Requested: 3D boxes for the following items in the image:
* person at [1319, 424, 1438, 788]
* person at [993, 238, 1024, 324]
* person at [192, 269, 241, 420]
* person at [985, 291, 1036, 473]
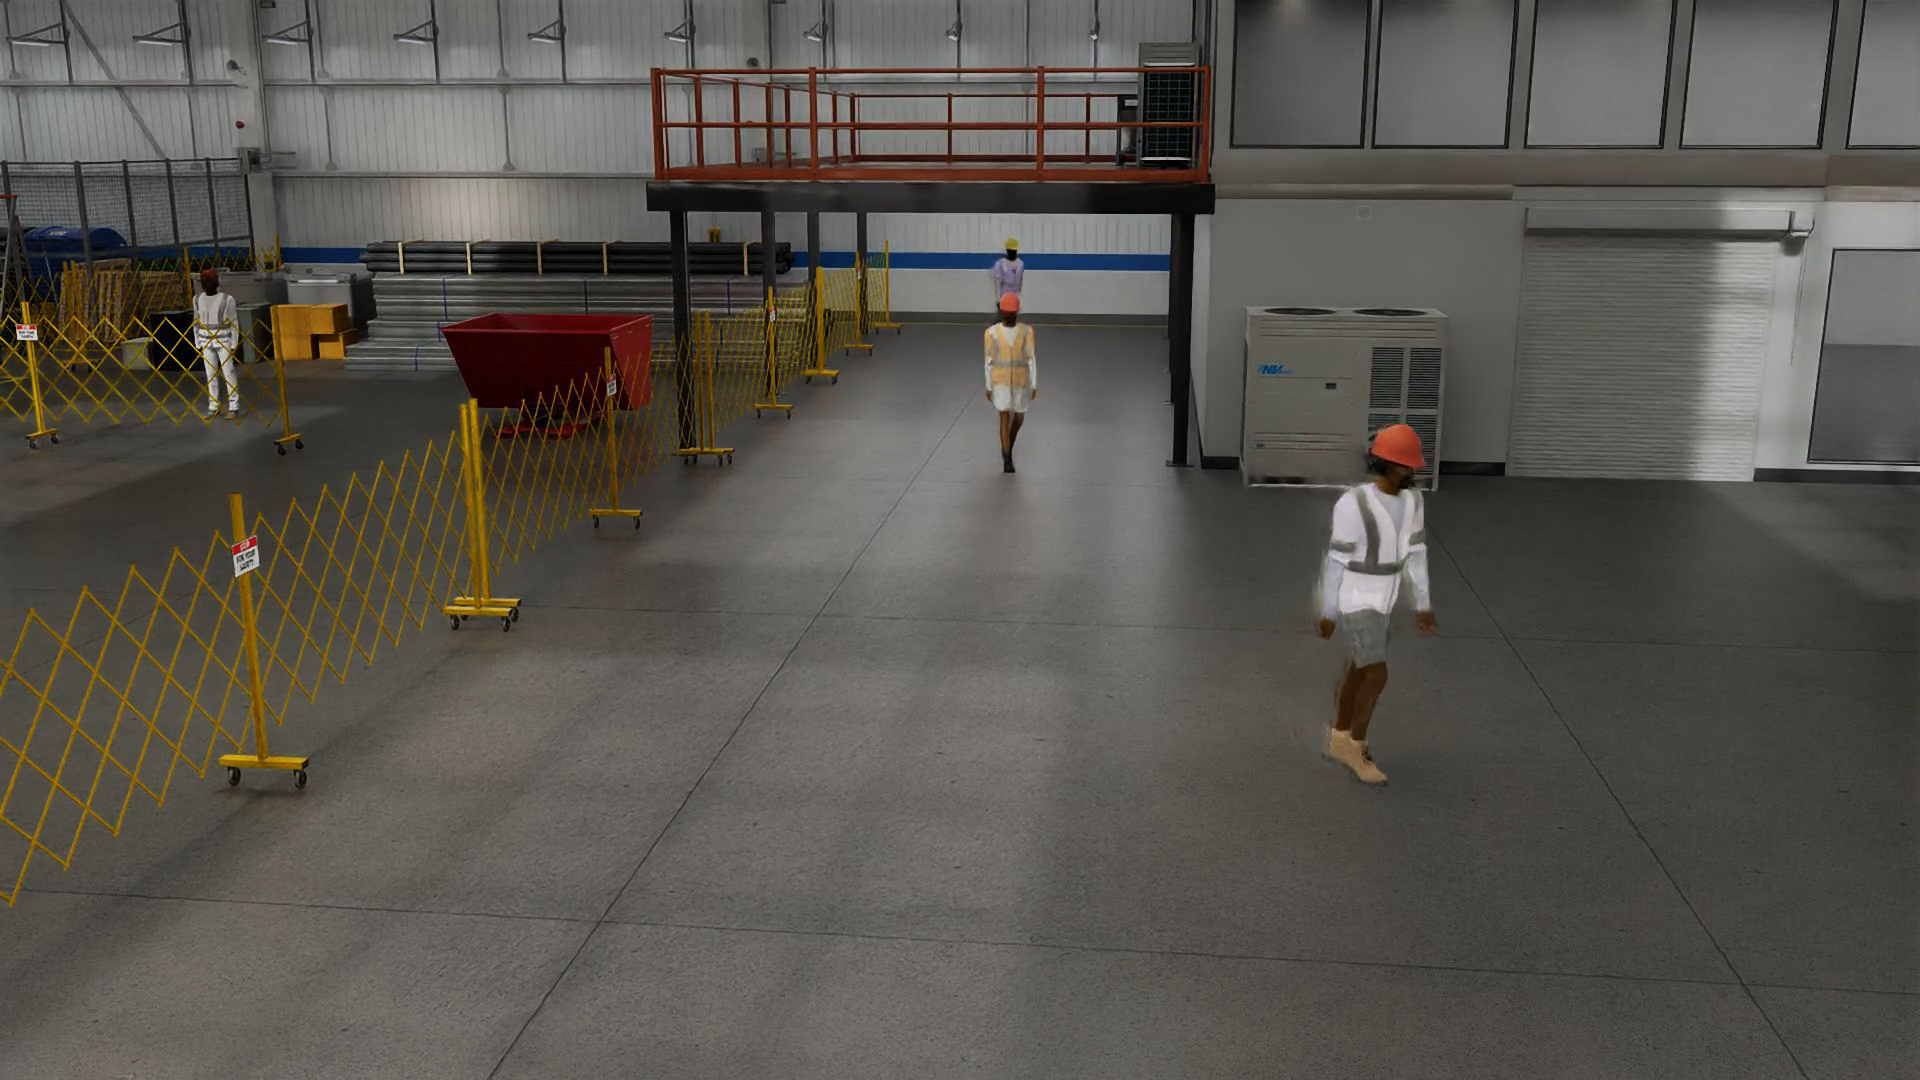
[{"bbox_3d":[2.322,0.355,9.131,0.616,2.012,0.684,-11,18,-38],"label":"person"},{"bbox_3d":[0.773,-4.007,27.279,0.605,1.878,0.995,-9,16,-31],"label":"person"},{"bbox_3d":[-9.338,-2.448,20.874,0.583,1.882,0.350,2,14,6],"label":"person"},{"bbox_3d":[0.527,-1.715,17.817,0.552,1.914,0.763,-2,14,-7],"label":"person"}]
